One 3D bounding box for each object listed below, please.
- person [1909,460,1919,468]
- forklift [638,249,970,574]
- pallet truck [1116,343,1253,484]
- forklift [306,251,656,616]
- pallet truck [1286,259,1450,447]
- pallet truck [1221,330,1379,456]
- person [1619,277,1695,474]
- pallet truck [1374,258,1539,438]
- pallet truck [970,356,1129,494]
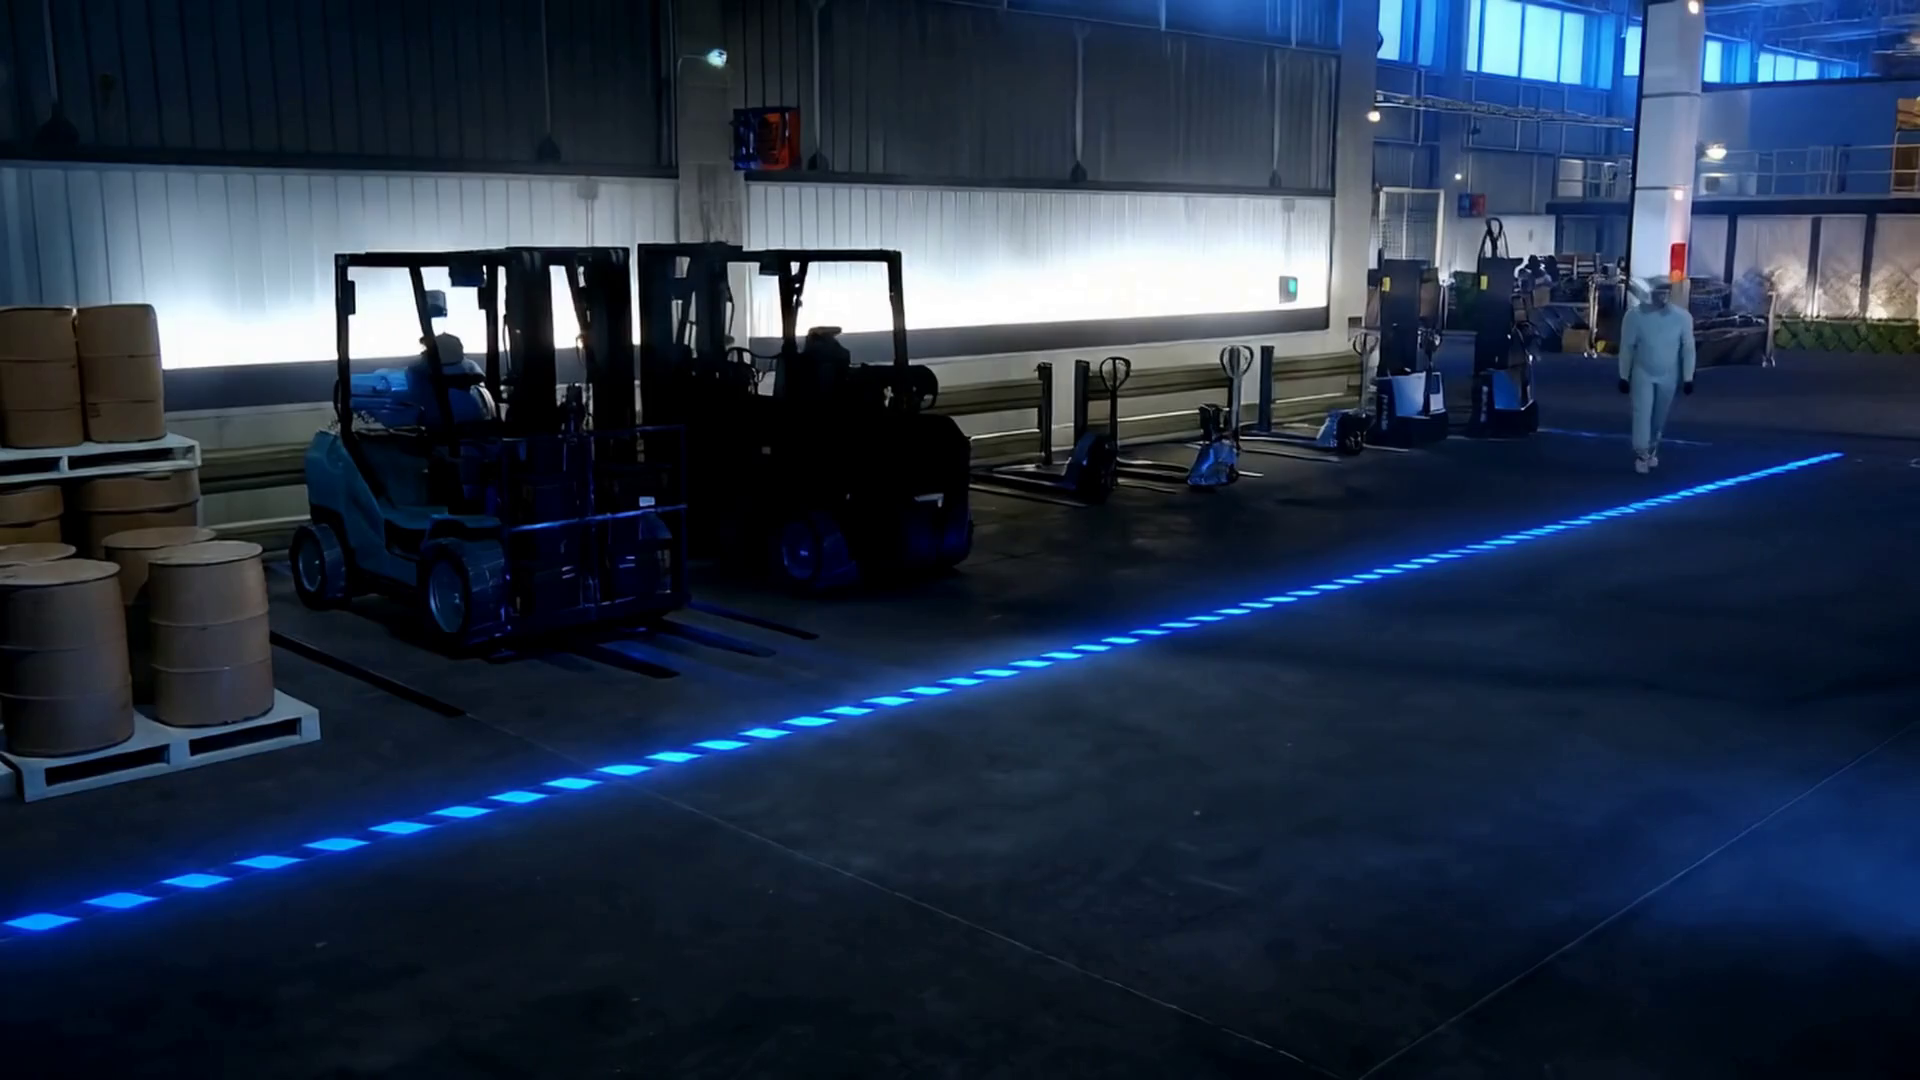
[{"bbox_3d":[9.400,-1.659,15.779,0.378,2.045,0.605,-1,10,-7],"label":"person"},{"bbox_3d":[-1.173,-0.958,11.239,2.680,1.987,1.157,10,14,43],"label":"forklift"},{"bbox_3d":[1.962,-1.215,15.415,1.522,1.261,0.704,10,14,43],"label":"pallet truck"},{"bbox_3d":[-2.833,-0.669,9.694,1.157,1.987,2.680,-10,14,-44],"label":"forklift"},{"bbox_3d":[4.493,-2.078,18.196,0.823,1.965,1.885,-9,14,-40],"label":"pallet truck"},{"bbox_3d":[3.563,-1.581,17.381,0.653,1.274,1.630,-10,14,-44],"label":"pallet truck"},{"bbox_3d":[6.691,-1.599,15.997,0.659,1.857,1.021,2,11,13],"label":"person"},{"bbox_3d":[5.704,-2.208,18.901,1.885,1.965,0.823,10,14,43],"label":"pallet truck"},{"bbox_3d":[0.784,-1.085,14.876,0.680,1.201,1.601,-10,14,-44],"label":"pallet truck"}]
